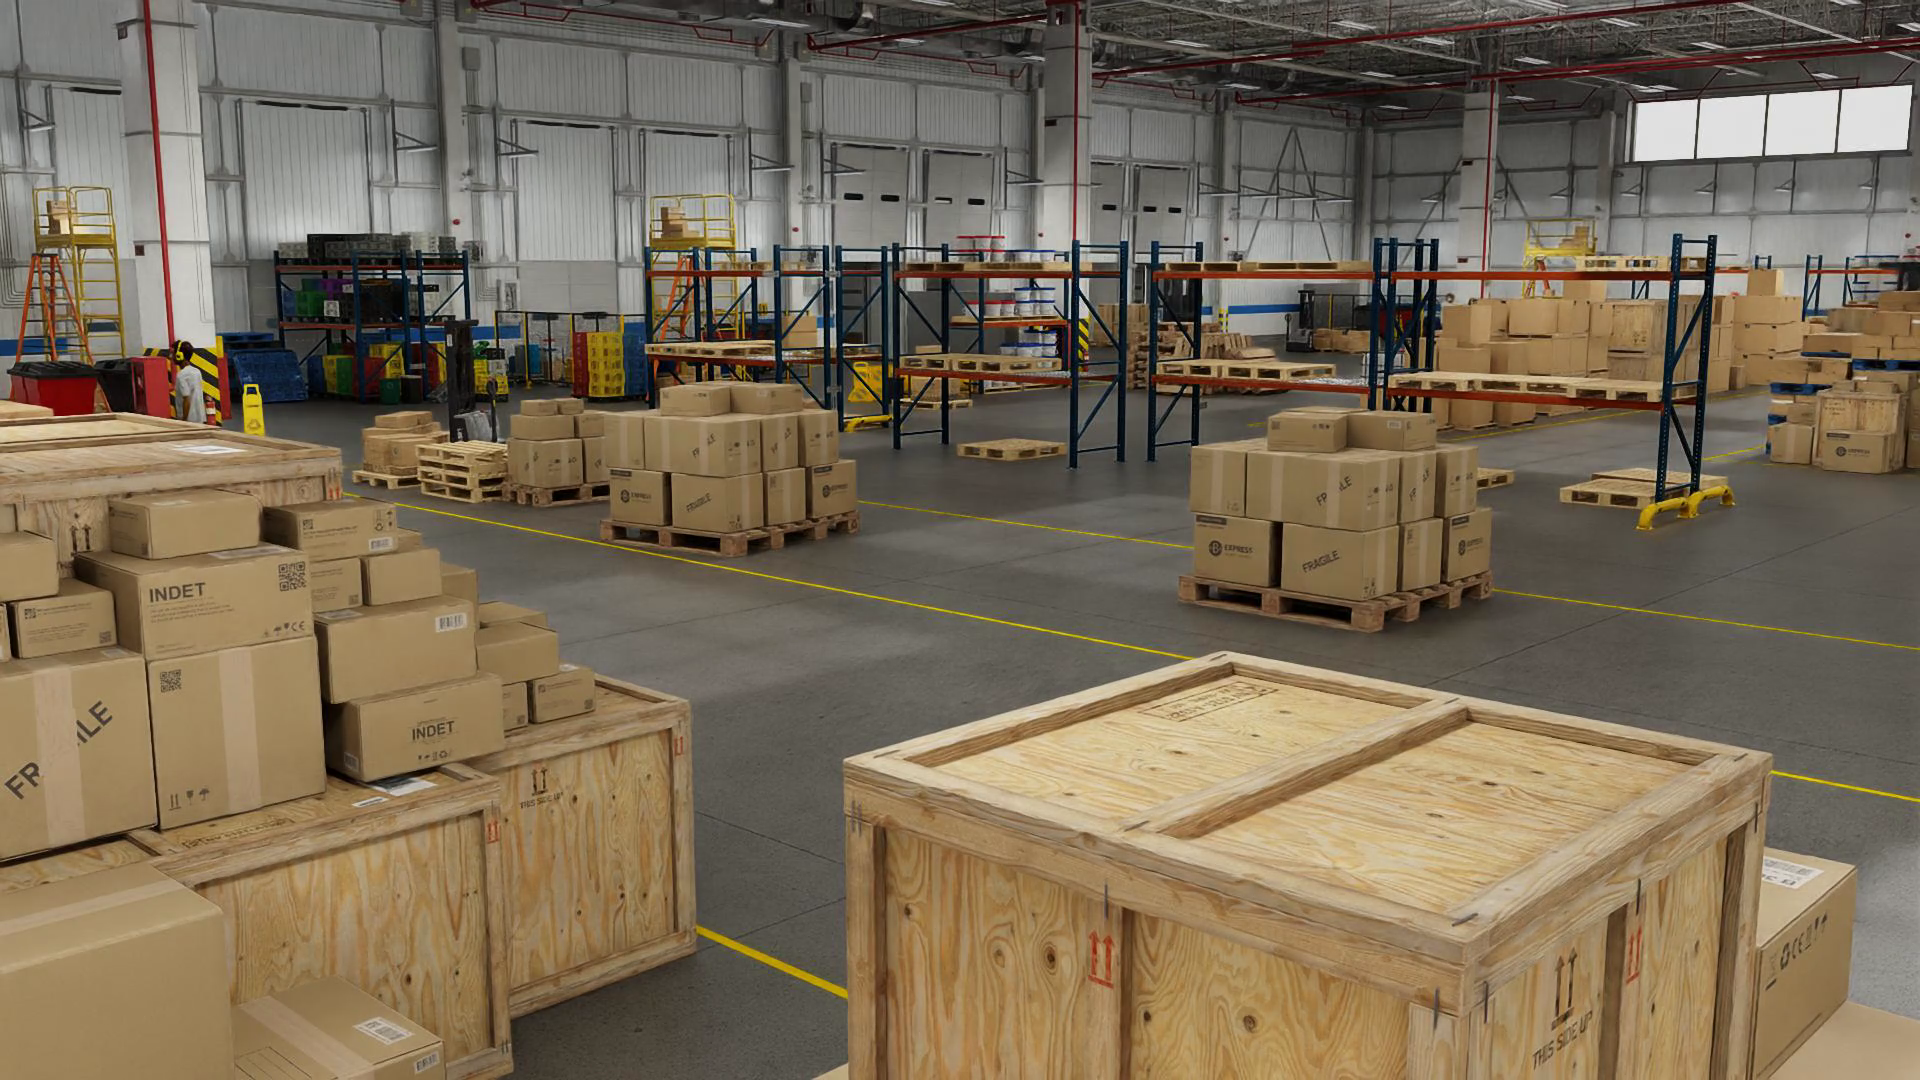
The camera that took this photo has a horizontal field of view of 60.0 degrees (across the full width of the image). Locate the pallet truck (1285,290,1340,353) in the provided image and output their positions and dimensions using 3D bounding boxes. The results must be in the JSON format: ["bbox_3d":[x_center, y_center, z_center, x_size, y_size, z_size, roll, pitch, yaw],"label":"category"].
[{"bbox_3d":[11.297,-6.951,52.861,1.885,1.965,0.823,-5,11,-29],"label":"pallet truck"}]

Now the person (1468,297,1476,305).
[{"bbox_3d":[12.943,-5.159,42.055,0.627,1.941,0.370,-2,10,-15],"label":"person"}]

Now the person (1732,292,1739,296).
[{"bbox_3d":[25.268,-7.161,54.505,0.400,1.890,0.669,2,10,14],"label":"person"}]

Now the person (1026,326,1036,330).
[{"bbox_3d":[1.718,-5.134,42.541,0.666,1.726,0.478,1,9,8],"label":"person"}]

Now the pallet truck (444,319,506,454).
[{"bbox_3d":[-6.981,-1.942,22.150,1.885,1.965,0.823,1,9,9],"label":"pallet truck"}]

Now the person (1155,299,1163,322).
[{"bbox_3d":[6.629,-7.298,56.098,0.315,1.636,0.515,-9,13,-43],"label":"person"}]

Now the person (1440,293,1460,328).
[{"bbox_3d":[15.489,-6.868,52.674,0.631,1.885,1.026,5,10,26],"label":"person"}]

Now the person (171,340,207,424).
[{"bbox_3d":[-8.576,-1.283,18.501,0.336,1.873,0.521,-1,9,-4],"label":"person"}]

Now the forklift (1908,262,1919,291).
[{"bbox_3d":[23.804,-5.462,41.032,1.129,2.768,1.873,-3,10,-15],"label":"forklift"}]

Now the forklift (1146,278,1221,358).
[{"bbox_3d":[6.364,-6.425,46.939,1.873,2.768,1.129,9,13,43],"label":"forklift"}]
